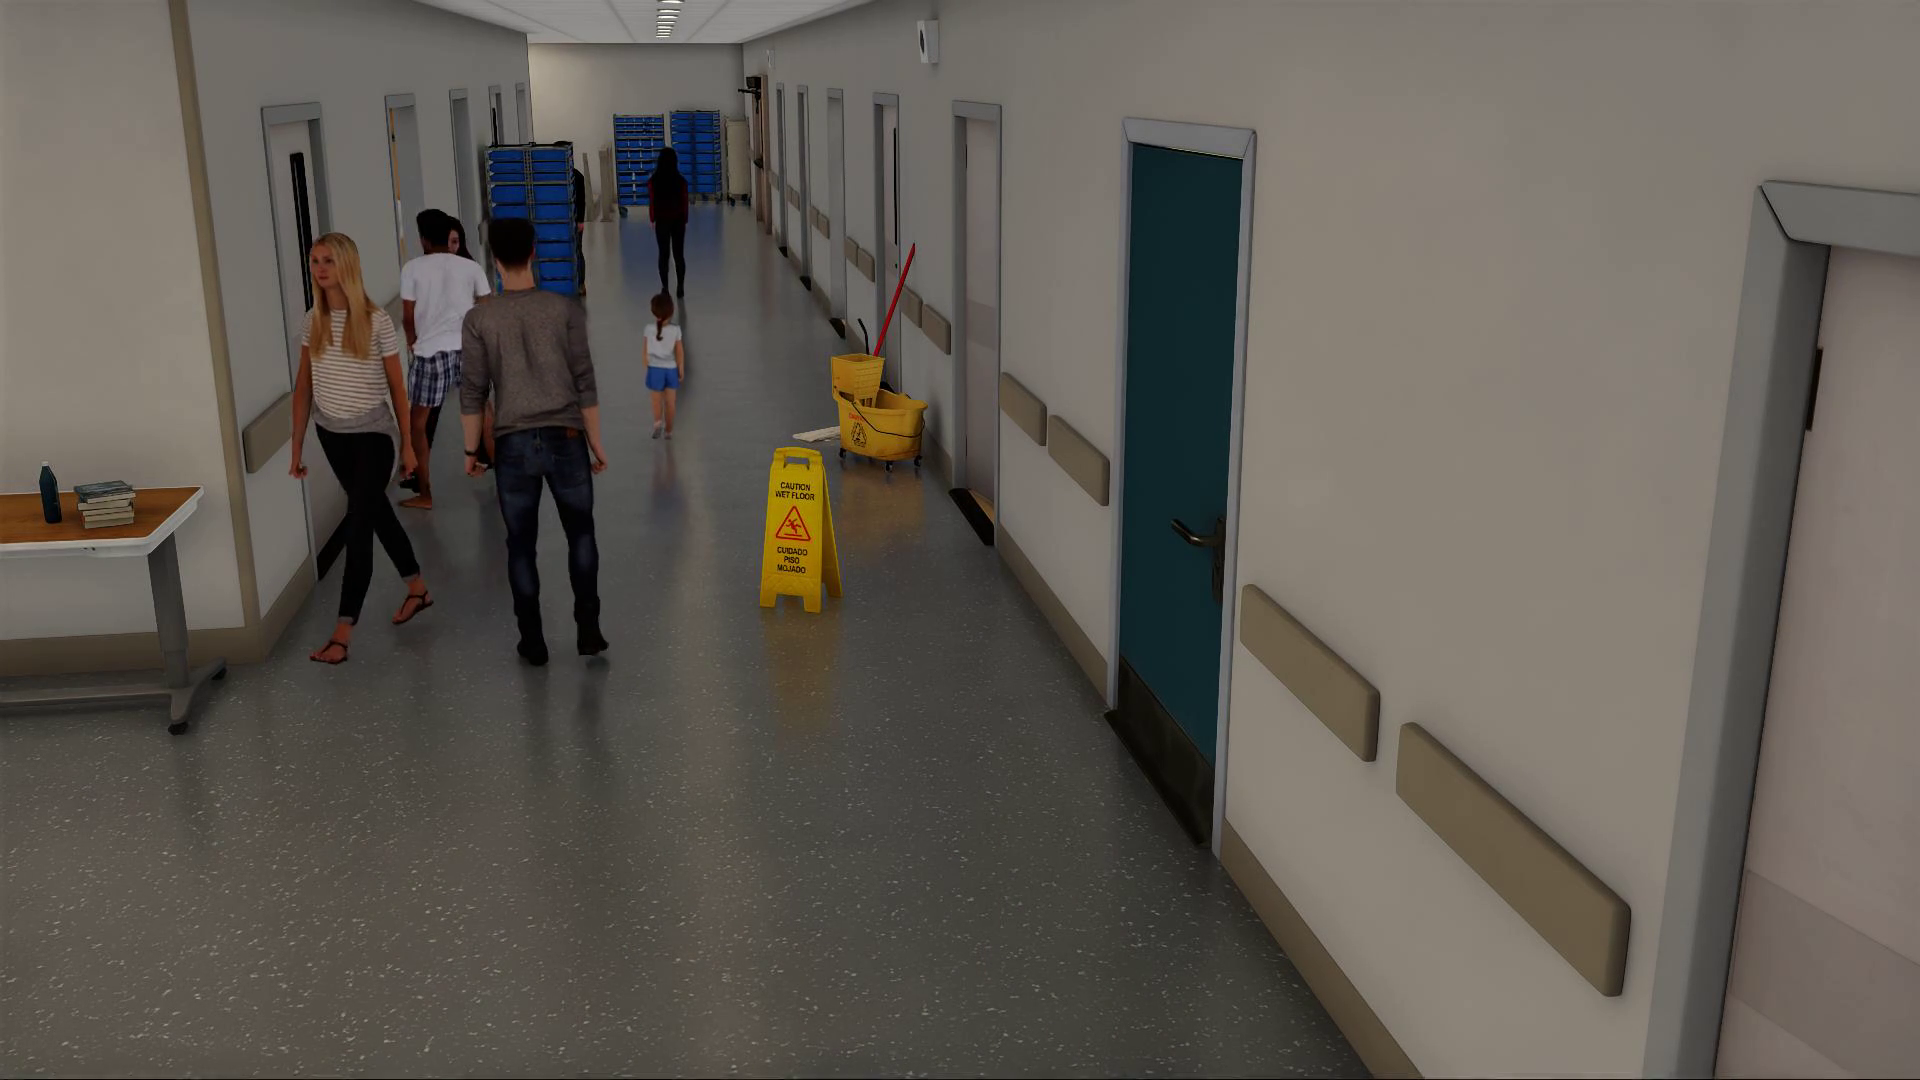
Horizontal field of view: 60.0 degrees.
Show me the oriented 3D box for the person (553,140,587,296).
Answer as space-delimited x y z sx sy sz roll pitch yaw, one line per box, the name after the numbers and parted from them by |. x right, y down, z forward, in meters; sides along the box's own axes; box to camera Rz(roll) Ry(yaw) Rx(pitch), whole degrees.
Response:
-4.436 -3.629 18.784 0.718 1.722 0.760 9 18 30 | person

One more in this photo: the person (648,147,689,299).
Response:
-3.247 -3.540 18.594 0.616 1.655 0.559 -5 17 -19 | person

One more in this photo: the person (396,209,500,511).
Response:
-2.897 -1.027 9.599 1.001 1.699 0.766 -3 16 -11 | person

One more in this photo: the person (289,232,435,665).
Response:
-2.569 -0.402 7.245 0.924 1.773 1.263 3 16 11 | person

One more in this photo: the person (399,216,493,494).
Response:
-2.994 -1.093 10.013 0.829 1.601 1.184 3 16 10 | person

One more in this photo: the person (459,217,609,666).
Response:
-1.747 -0.371 6.904 0.765 1.898 0.694 -4 16 -15 | person

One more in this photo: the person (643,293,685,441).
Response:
-2.039 -1.173 11.375 0.429 1.016 0.554 -2 16 -8 | person
